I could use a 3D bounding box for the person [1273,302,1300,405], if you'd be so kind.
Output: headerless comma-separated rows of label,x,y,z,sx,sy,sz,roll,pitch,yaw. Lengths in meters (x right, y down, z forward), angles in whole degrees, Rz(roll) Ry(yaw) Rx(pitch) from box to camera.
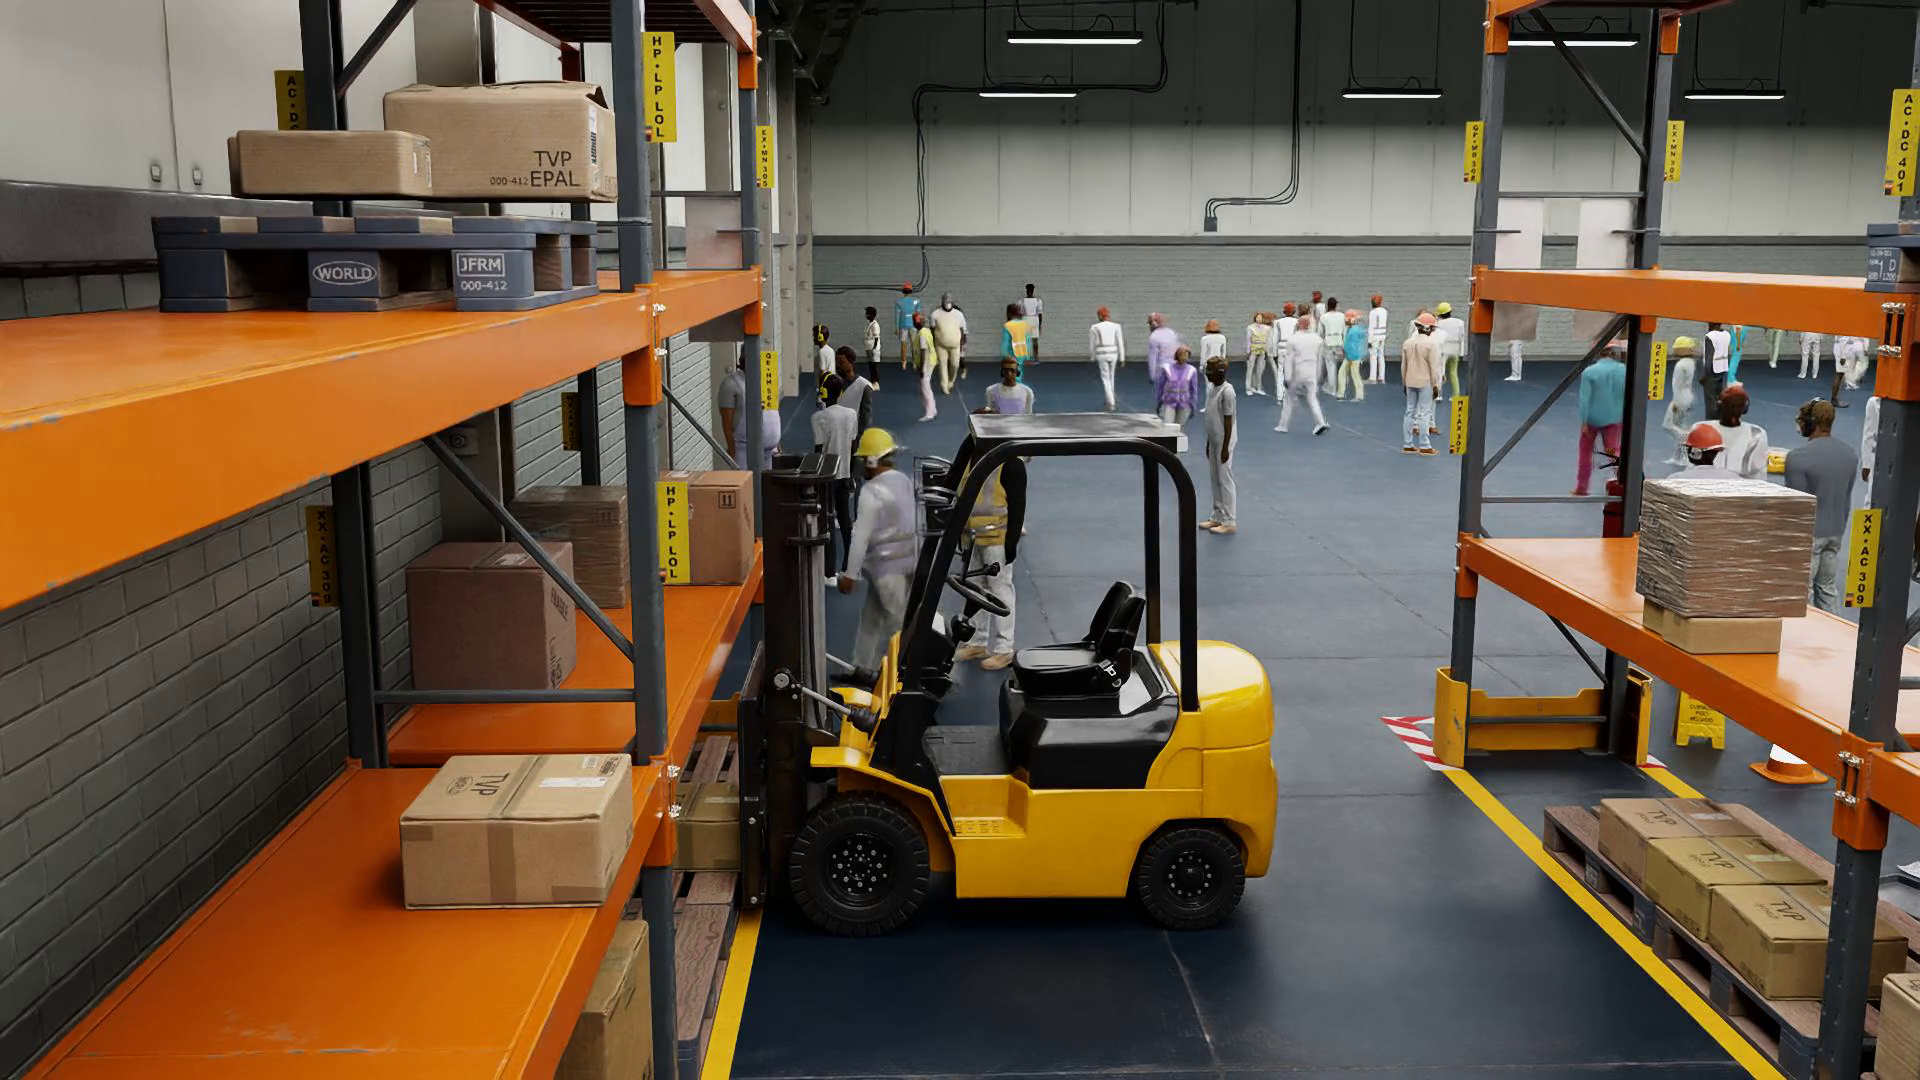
person,6.036,-3.419,30.542,0.583,1.884,0.350,5,11,25

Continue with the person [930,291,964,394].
person,-0.255,-3.900,32.788,0.692,2.000,0.698,-2,10,-10

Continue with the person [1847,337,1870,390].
person,18.102,-3.818,33.460,0.361,1.623,0.553,-1,10,-7

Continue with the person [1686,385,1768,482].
person,6.023,-0.277,13.109,0.608,1.857,0.692,4,11,20

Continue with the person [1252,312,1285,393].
person,6.166,-3.680,32.813,0.829,1.589,0.520,7,13,36

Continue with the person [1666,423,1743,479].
person,5.082,0.068,11.470,0.563,1.755,0.320,0,10,-2

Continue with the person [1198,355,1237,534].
person,2.666,-0.981,17.116,0.348,1.837,0.503,-3,10,-14

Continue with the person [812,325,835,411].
person,-1.868,-2.014,22.792,0.318,1.861,0.509,2,10,9

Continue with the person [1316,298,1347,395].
person,7.235,-3.812,32.718,0.609,1.884,0.852,-4,11,-20

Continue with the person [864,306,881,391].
person,-1.773,-3.851,33.470,0.319,1.698,0.532,-4,11,-21

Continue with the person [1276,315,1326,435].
person,5.352,-2.566,25.893,0.669,1.857,0.895,-3,11,-18

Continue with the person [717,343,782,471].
person,-2.025,-0.987,16.561,0.682,2.000,0.537,-9,14,-41

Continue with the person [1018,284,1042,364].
person,1.714,-5.282,40.690,0.606,1.966,0.367,-1,10,-7

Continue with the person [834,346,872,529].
person,-1.155,-1.044,17.221,0.591,1.919,0.392,7,13,36

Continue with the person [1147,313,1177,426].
person,3.212,-2.655,26.316,0.516,1.874,0.675,8,13,38

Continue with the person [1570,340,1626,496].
person,7.378,-1.391,19.028,0.619,1.968,0.861,-1,10,-7

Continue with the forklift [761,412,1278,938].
forklift,0.291,0.548,7.580,2.313,2.155,1.214,0,10,-2

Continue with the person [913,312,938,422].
person,-0.578,-2.882,27.727,0.427,1.826,0.663,1,10,5

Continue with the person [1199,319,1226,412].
person,4.421,-3.044,29.152,0.498,1.634,0.281,-4,11,-23

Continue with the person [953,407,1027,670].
person,0.183,-0.016,11.707,0.429,1.842,0.634,-8,13,-37

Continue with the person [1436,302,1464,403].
person,9.087,-3.483,30.948,0.646,1.877,0.583,-1,10,-7

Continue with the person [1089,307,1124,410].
person,2.628,-3.235,29.669,0.621,1.845,0.854,-3,11,-18

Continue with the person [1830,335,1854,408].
person,15.996,-3.357,30.051,0.374,1.935,0.552,6,12,29

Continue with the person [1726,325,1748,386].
person,16.148,-4.093,34.454,0.363,1.838,0.508,7,12,32

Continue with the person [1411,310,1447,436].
person,7.250,-2.583,25.733,0.635,1.939,0.361,-4,11,-20

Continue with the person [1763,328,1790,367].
person,19.568,-5.051,39.839,0.560,1.816,1.001,6,12,32

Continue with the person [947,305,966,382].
person,-0.098,-4.178,35.366,0.533,1.672,0.661,4,11,20

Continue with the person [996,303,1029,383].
person,0.925,-3.236,29.491,0.658,1.897,0.610,7,12,35

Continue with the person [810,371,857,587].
person,-1.116,-0.529,14.471,0.328,1.876,0.514,9,14,43

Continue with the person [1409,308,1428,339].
person,9.643,-4.056,34.808,0.531,1.620,0.488,1,10,3

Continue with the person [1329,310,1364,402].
person,7.205,-3.415,30.943,0.734,1.721,0.588,0,10,-1

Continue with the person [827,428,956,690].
person,-0.440,0.159,10.896,0.922,1.796,0.590,4,11,20

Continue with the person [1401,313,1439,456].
person,6.483,-2.183,23.369,0.391,1.987,0.608,-7,12,-34

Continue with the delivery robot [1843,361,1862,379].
delivery robot,18.935,-3.653,35.287,0.477,0.478,0.707,6,12,32

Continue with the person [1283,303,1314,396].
person,6.595,-3.658,32.066,0.694,1.821,0.613,9,14,43

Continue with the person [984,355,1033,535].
person,0.496,-0.958,16.943,0.508,1.846,0.345,-1,10,-5

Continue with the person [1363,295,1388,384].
person,8.774,-4.226,35.056,0.579,1.880,0.348,-9,13,-40

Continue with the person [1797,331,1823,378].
person,18.763,-4.450,36.676,0.487,1.746,0.289,1,10,7

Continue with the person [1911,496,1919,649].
person,6.453,0.140,10.778,0.512,1.865,0.329,8,13,38

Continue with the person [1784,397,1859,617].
person,5.868,-0.013,11.450,0.622,1.932,0.371,-5,11,-24

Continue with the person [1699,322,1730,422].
person,11.743,-2.602,25.899,0.599,1.915,0.377,-8,13,-38

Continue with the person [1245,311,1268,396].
person,5.791,-3.636,32.444,0.514,1.636,0.315,-5,11,-27

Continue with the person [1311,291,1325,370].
person,8.337,-4.856,38.721,0.384,1.840,0.642,3,11,18

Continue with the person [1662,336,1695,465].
person,9.643,-1.849,22.219,0.420,1.728,0.513,8,13,39

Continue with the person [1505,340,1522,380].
person,12.005,-4.331,36.019,0.324,1.740,0.492,7,13,36

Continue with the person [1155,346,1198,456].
person,2.882,-1.763,22.088,0.551,1.597,0.758,0,10,0

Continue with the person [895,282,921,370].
person,-1.224,-5.000,38.910,0.608,2.044,0.371,-2,10,-10
